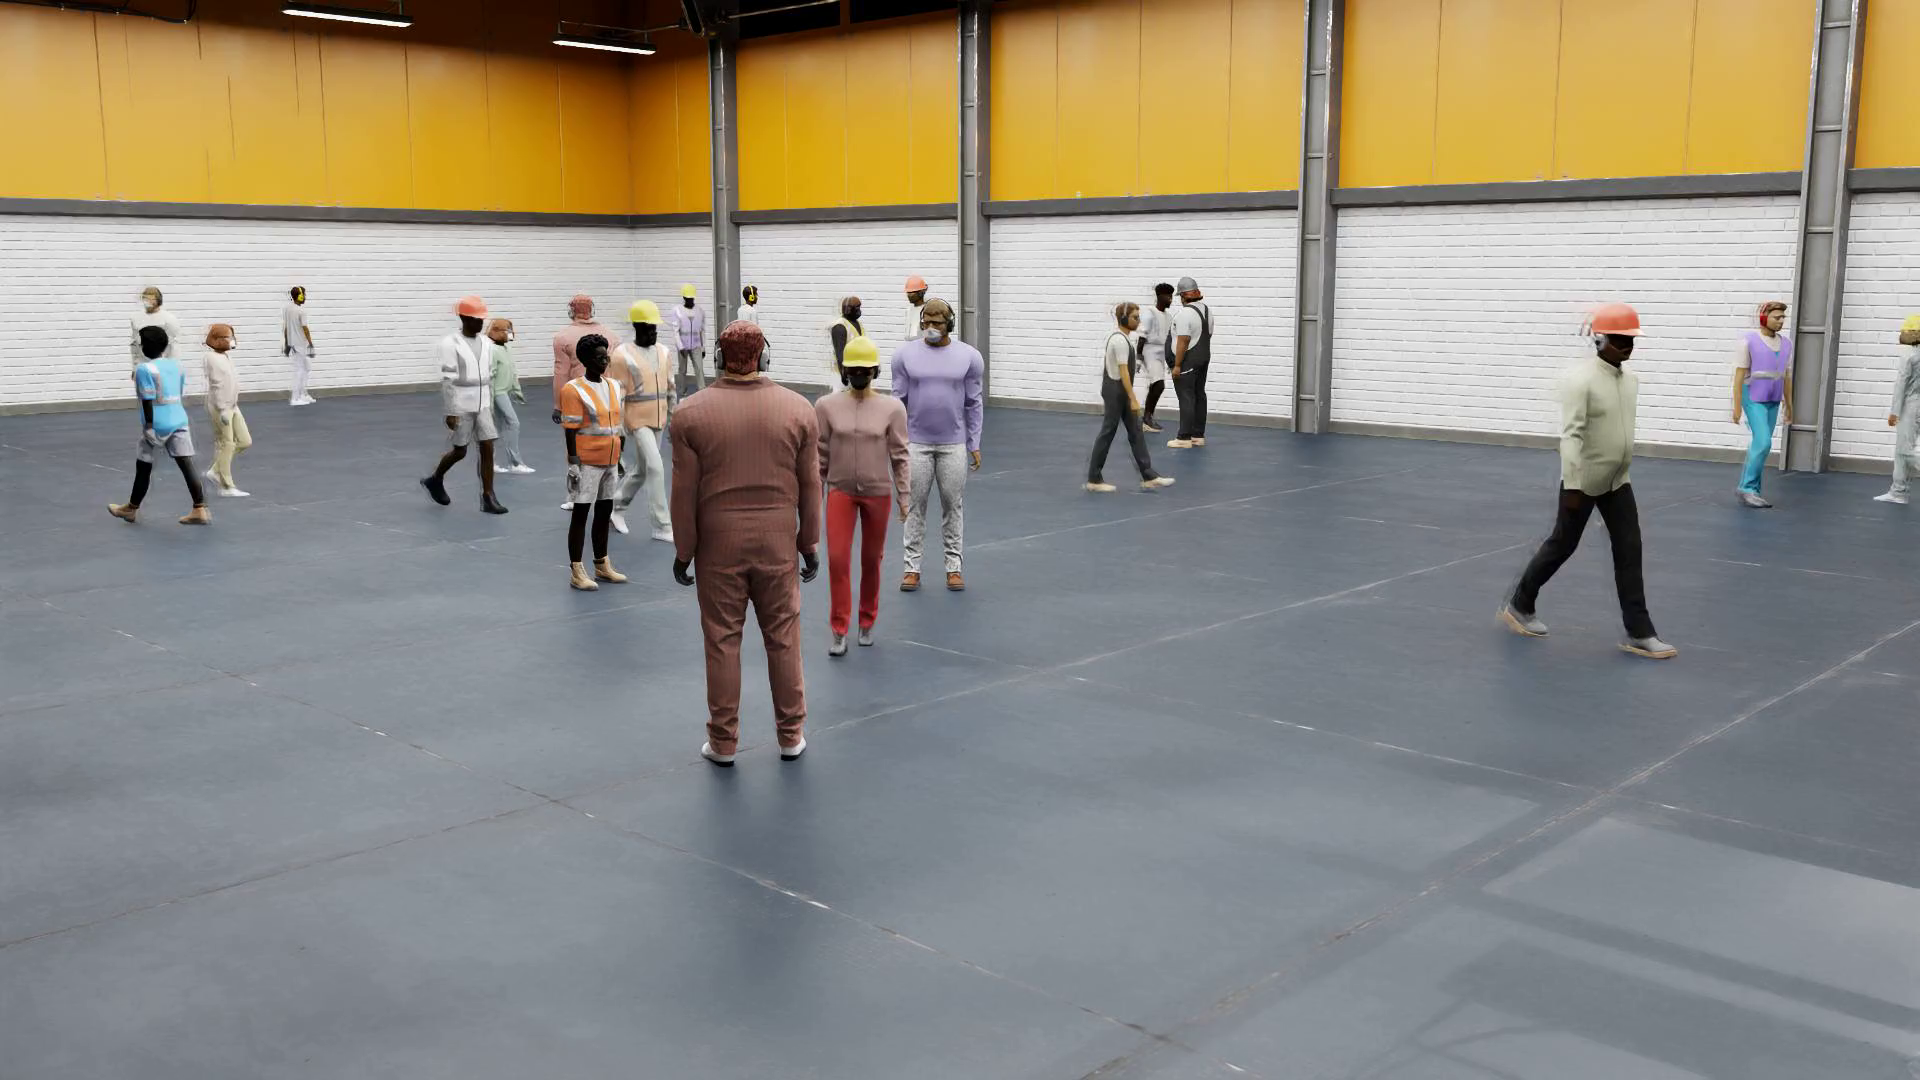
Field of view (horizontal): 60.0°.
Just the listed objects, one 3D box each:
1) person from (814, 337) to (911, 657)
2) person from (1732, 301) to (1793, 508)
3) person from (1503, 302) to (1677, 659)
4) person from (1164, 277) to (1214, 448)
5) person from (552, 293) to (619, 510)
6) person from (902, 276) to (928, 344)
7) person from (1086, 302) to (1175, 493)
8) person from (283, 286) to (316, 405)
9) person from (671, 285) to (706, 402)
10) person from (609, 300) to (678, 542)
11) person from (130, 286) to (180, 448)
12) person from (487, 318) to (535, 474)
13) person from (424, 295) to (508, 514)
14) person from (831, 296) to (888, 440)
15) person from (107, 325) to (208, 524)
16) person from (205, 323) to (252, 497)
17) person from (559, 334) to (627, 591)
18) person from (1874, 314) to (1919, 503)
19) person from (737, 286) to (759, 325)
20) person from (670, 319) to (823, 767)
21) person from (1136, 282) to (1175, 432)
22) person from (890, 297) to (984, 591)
[{"bbox_3d":[-0.549,-0.233,9.123,0.556,1.737,0.750,0,9,-2],"label":"person"},{"bbox_3d":[7.142,-1.189,14.725,0.590,1.830,0.530,-4,10,-23],"label":"person"},{"bbox_3d":[3.521,-0.357,9.300,0.644,1.950,1.029,-6,11,-32],"label":"person"},{"bbox_3d":[2.693,-2.124,19.833,0.536,2.000,0.672,7,12,37],"label":"person"},{"bbox_3d":[-3.307,-1.208,14.632,0.655,1.905,0.407,-9,13,-44],"label":"person"},{"bbox_3d":[-0.537,-2.273,20.791,0.386,2.034,0.609,-7,11,-35],"label":"person"},{"bbox_3d":[1.615,-1.327,15.654,0.923,1.801,0.507,2,10,13],"label":"person"},{"bbox_3d":[-10.253,-3.033,25.979,0.567,1.849,0.633,7,12,38],"label":"person"},{"bbox_3d":[-4.175,-2.998,25.723,0.589,1.859,1.019,-5,10,-26],"label":"person"},{"bbox_3d":[-2.514,-0.946,13.094,0.929,1.892,0.600,6,11,32],"label":"person"},{"bbox_3d":[-9.518,-2.034,19.728,0.686,1.917,0.539,3,10,16],"label":"person"},{"bbox_3d":[-4.646,-1.478,17.198,0.702,1.607,0.505,0,9,1],"label":"person"},{"bbox_3d":[-4.329,-1.178,14.465,0.802,1.912,0.563,6,11,34],"label":"person"},{"bbox_3d":[-1.356,-2.068,20.261,0.970,1.796,0.644,5,10,26],"label":"person"},{"bbox_3d":[-6.655,-0.944,13.768,0.872,1.644,0.552,2,10,14],"label":"person"},{"bbox_3d":[-6.814,-1.197,15.440,0.378,1.622,0.505,0,9,-3],"label":"person"},{"bbox_3d":[-2.424,-0.520,11.053,0.317,1.695,0.540,5,11,28],"label":"person"},{"bbox_3d":[8.598,-1.150,14.842,0.486,1.719,0.693,-7,12,-37],"label":"person"},{"bbox_3d":[-3.133,-2.868,24.920,0.315,1.870,0.532,-7,12,-38],"label":"person"},{"bbox_3d":[-0.917,0.015,7.135,0.652,1.906,0.403,-3,10,-15],"label":"person"},{"bbox_3d":[2.557,-2.351,21.502,0.577,1.939,0.645,7,11,36],"label":"person"},{"bbox_3d":[-0.156,-0.623,10.965,0.627,1.934,0.370,0,9,0],"label":"person"}]
